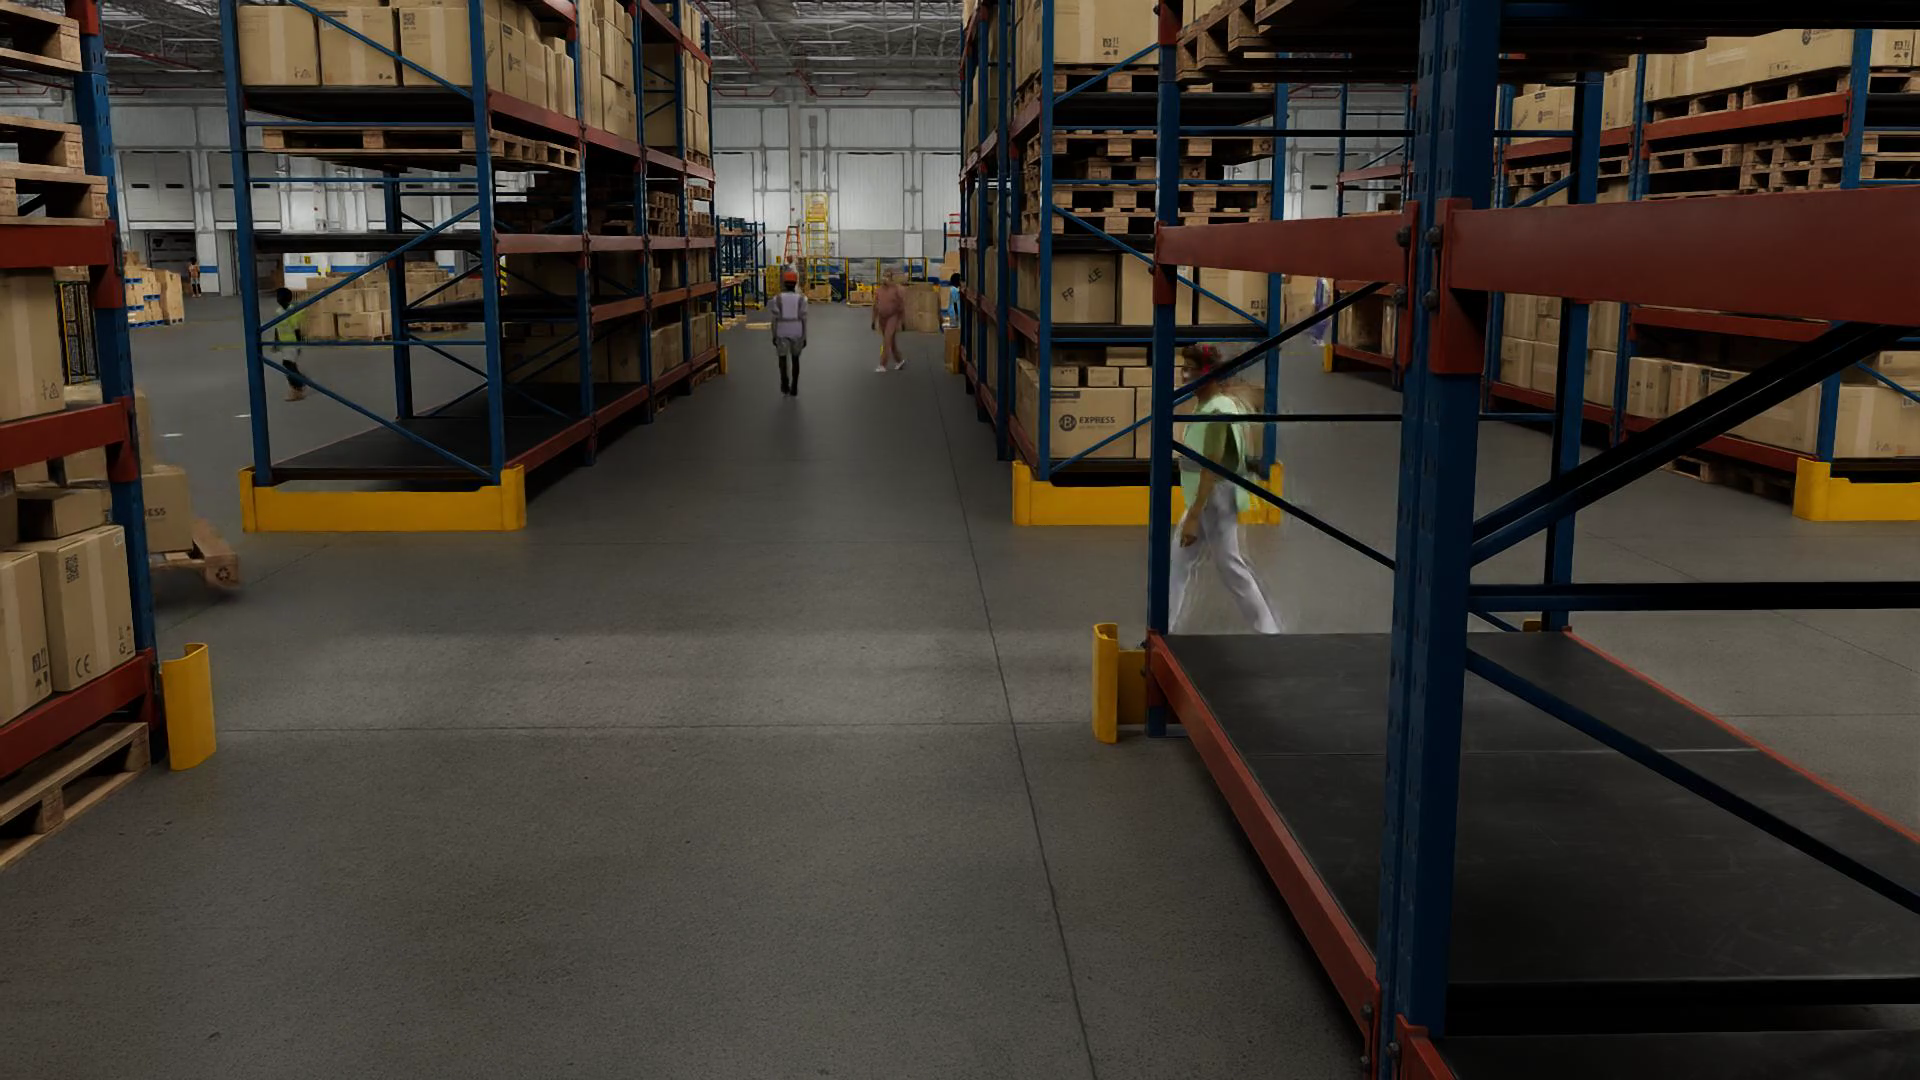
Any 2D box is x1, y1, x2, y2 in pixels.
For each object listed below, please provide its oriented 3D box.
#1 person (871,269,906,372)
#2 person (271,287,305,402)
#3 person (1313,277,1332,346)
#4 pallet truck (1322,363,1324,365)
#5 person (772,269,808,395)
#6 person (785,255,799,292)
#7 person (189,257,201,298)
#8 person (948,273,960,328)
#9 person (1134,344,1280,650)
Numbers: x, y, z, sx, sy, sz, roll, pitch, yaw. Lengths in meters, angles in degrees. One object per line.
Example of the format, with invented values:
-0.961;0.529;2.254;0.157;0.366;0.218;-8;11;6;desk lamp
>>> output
-1.267;-3.994;30.247;0.642;1.858;0.989;7;13;36;person
-9.894;-2.858;24.406;0.542;1.681;0.554;10;14;43;person
8.166;-5.276;37.240;0.535;1.896;0.592;3;11;17;person
7.712;-4.157;30.737;1.885;1.965;0.823;3;11;16;pallet truck
-2.584;-3.145;25.309;0.547;1.926;0.543;-1;10;-7;person
-6.184;-9.631;61.665;0.941;1.849;0.590;-2;10;-13;person
-32.129;-11.019;69.829;0.530;1.689;0.322;2;10;11;person
-0.087;-4.687;34.531;0.316;1.695;0.542;-1;10;-3;person
1.365;-0.164;9.062;0.957;1.804;0.593;-1;10;-6;person
